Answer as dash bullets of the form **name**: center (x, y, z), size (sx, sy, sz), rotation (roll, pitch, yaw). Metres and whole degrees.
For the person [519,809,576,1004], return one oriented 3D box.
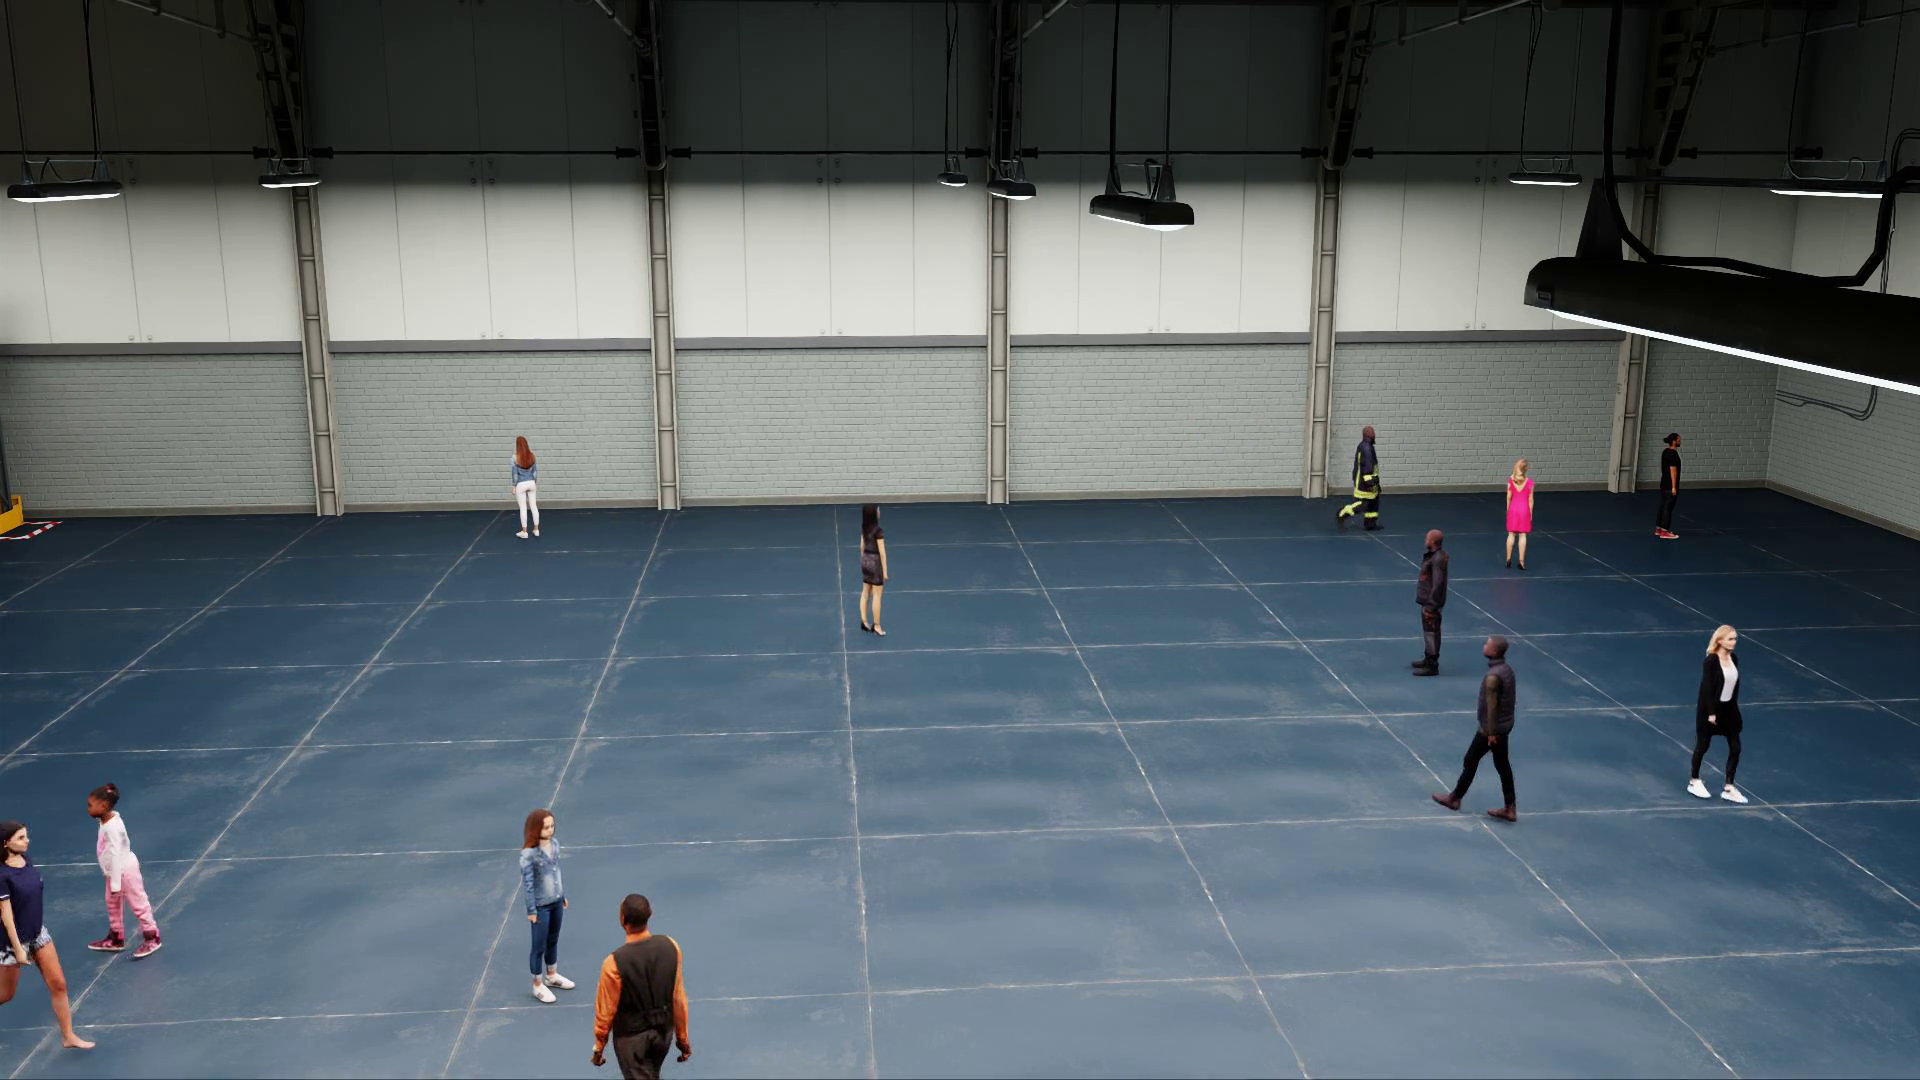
- **person**: center (-3.156, 2.746, 12.620), size (0.655, 1.478, 0.640), rotation (6, 14, 24)

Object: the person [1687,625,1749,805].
- **person**: center (7.411, 1.698, 16.468), size (0.848, 1.783, 0.809), rotation (-5, 14, -20)

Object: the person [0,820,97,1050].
- **person**: center (-6.684, 2.834, 11.689), size (1.168, 1.725, 0.755), rotation (2, 13, 9)

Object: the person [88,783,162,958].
- **person**: center (-6.646, 2.617, 13.270), size (0.824, 1.435, 0.740), rotation (-13, 18, -43)

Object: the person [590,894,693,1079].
- **person**: center (-1.873, 3.116, 10.149), size (1.220, 1.871, 1.193), rotation (-11, 17, -39)

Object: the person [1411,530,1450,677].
- **person**: center (5.837, 0.751, 20.479), size (0.720, 1.819, 0.768), rotation (3, 13, 13)

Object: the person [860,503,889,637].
- **person**: center (-1.168, 0.386, 22.133), size (0.688, 1.784, 0.665), rotation (-12, 17, -41)

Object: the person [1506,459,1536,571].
- **person**: center (8.633, -0.408, 25.687), size (0.659, 1.727, 0.717), rotation (11, 17, 39)

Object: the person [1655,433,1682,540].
- **person**: center (11.866, -0.919, 27.826), size (0.624, 1.758, 0.662), rotation (1, 13, 4)

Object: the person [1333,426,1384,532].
- **person**: center (6.781, -1.018, 28.163), size (1.180, 1.799, 0.916), rotation (2, 13, 9)

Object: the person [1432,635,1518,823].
- **person**: center (5.184, 1.826, 15.879), size (1.183, 1.799, 1.091), rotation (9, 16, 34)

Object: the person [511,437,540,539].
- **person**: center (-7.260, -0.885, 27.814), size (0.639, 1.698, 0.750), rotation (-10, 16, -36)
